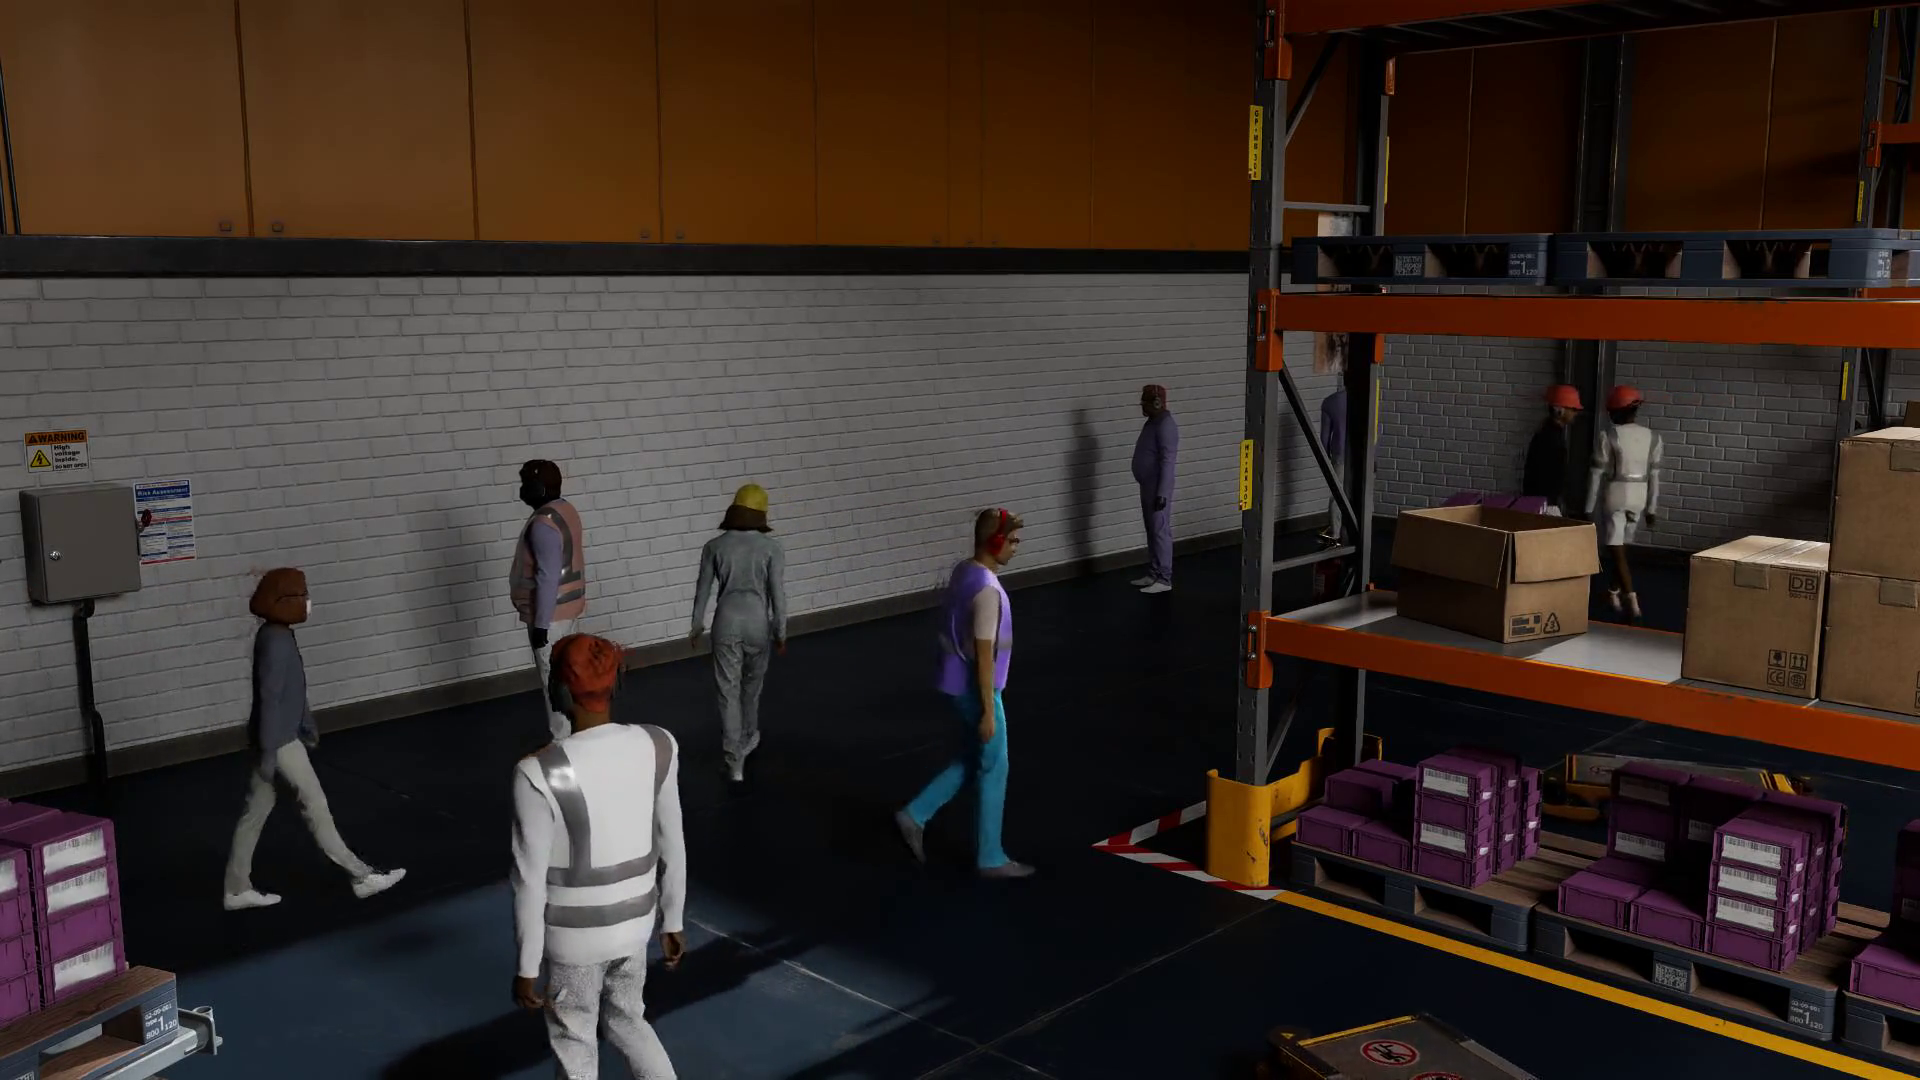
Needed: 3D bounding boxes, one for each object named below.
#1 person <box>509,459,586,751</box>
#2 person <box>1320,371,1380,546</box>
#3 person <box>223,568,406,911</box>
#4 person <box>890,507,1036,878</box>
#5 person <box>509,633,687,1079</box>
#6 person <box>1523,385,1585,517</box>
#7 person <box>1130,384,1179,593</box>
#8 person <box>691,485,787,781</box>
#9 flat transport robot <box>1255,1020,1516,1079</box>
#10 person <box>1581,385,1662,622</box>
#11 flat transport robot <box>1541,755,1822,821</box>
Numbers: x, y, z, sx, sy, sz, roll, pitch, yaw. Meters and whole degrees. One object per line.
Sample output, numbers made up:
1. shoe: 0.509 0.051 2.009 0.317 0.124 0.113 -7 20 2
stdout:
1. person: -2.437 0.437 9.845 0.429 1.842 0.632 0 9 -1
2. person: 4.125 -0.880 17.629 0.629 1.937 0.376 5 11 29
3. person: -3.023 0.915 7.661 0.854 1.589 0.523 -4 10 -23
4. person: 0.005 0.745 8.055 0.636 1.816 0.604 -2 9 -12
5. person: -1.074 1.206 5.053 0.543 1.872 0.580 8 12 41
6. person: 4.976 -0.318 14.036 0.476 1.974 0.647 4 10 21
7. person: 1.765 -0.469 15.204 0.405 1.904 0.653 -1 9 -5
8. person: -1.298 0.521 9.786 0.551 1.678 0.845 -1 9 -5
9. flat transport robot: 1.658 1.931 5.482 0.652 0.197 1.431 -4 10 -25
10. person: 5.615 -0.302 14.041 0.621 2.007 0.978 -2 9 -12
11. flat transport robot: 3.864 1.367 8.945 1.431 0.197 0.652 3 10 20
